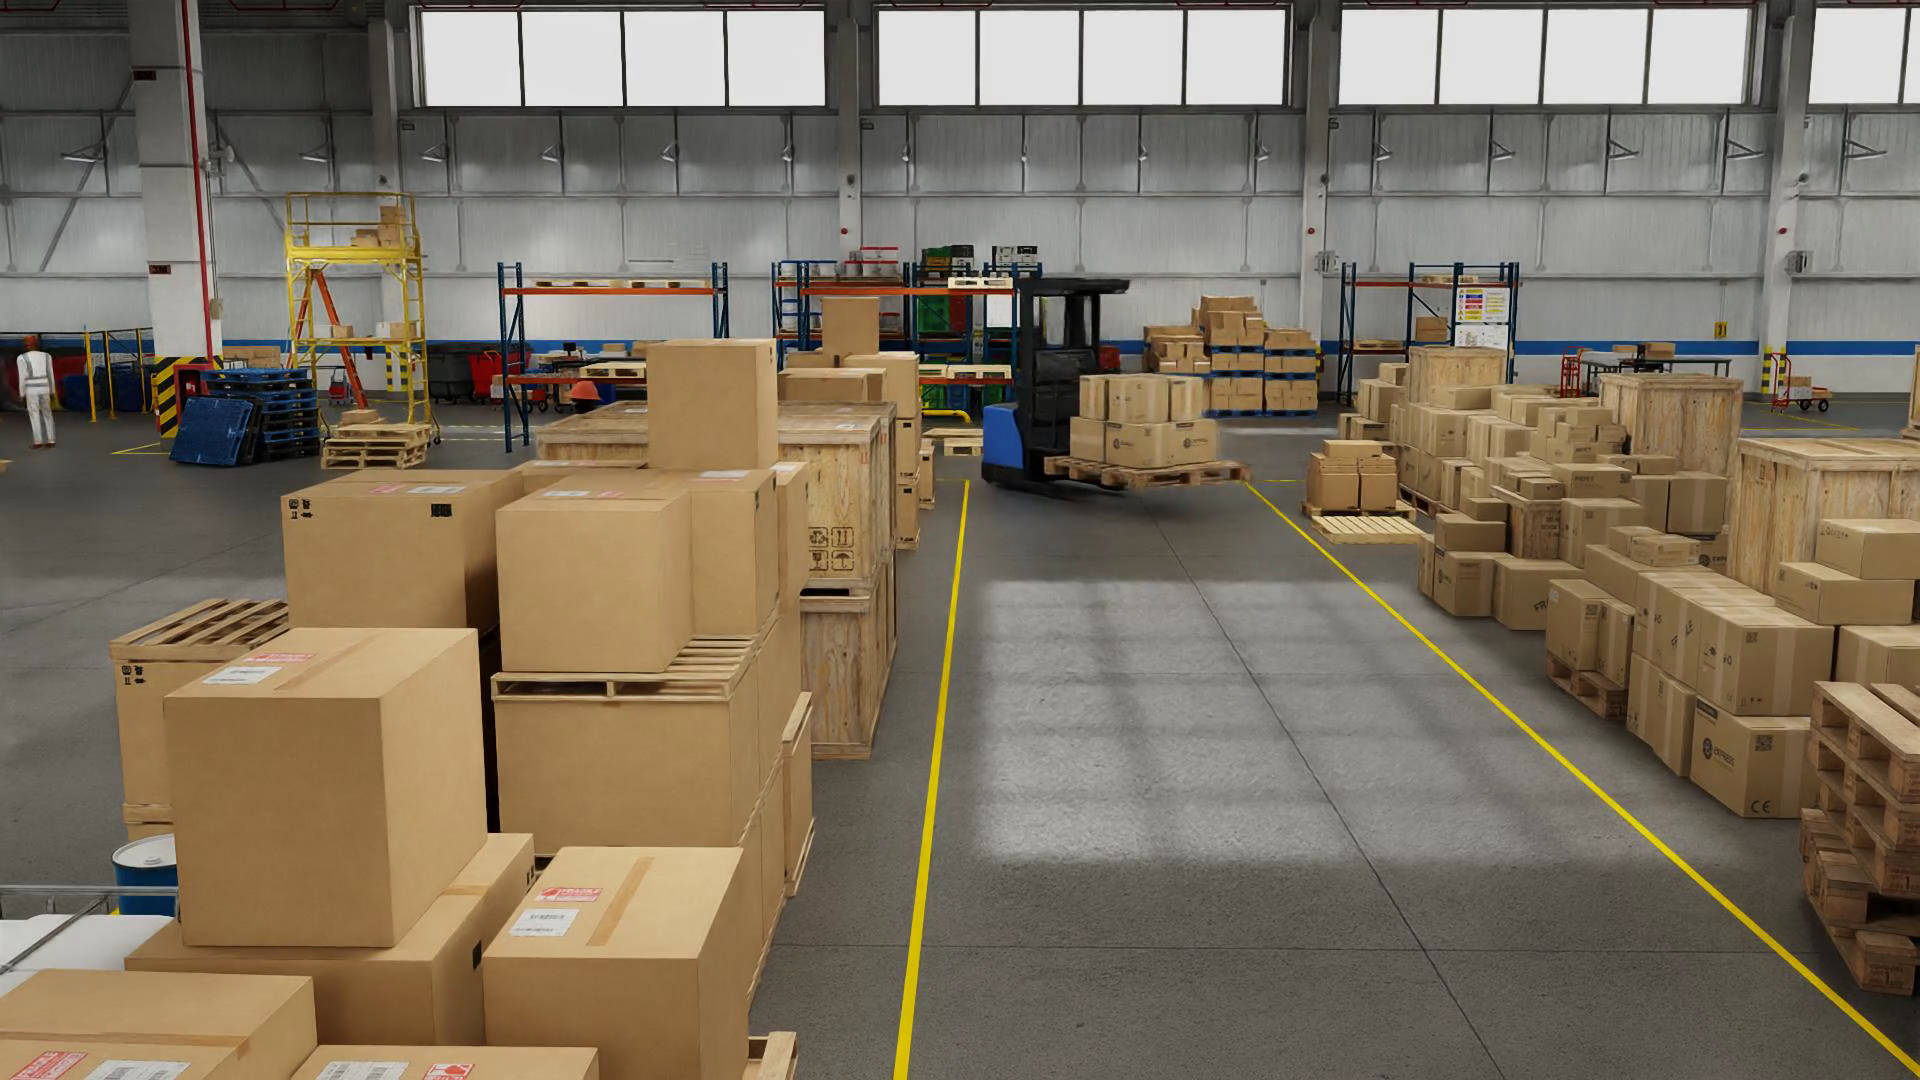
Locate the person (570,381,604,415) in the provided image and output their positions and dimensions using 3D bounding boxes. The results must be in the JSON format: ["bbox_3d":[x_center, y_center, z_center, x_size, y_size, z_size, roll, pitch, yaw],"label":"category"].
[{"bbox_3d":[-3.518,-0.525,15.608,0.375,1.934,0.548,-9,13,-43],"label":"person"}]

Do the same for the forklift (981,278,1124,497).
[{"bbox_3d":[1.191,-2.087,22.138,1.129,2.768,1.873,-6,11,-31],"label":"forklift"}]

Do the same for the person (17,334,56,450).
[{"bbox_3d":[-14.968,-2.396,26.966,0.337,1.882,0.584,5,11,29],"label":"person"}]
